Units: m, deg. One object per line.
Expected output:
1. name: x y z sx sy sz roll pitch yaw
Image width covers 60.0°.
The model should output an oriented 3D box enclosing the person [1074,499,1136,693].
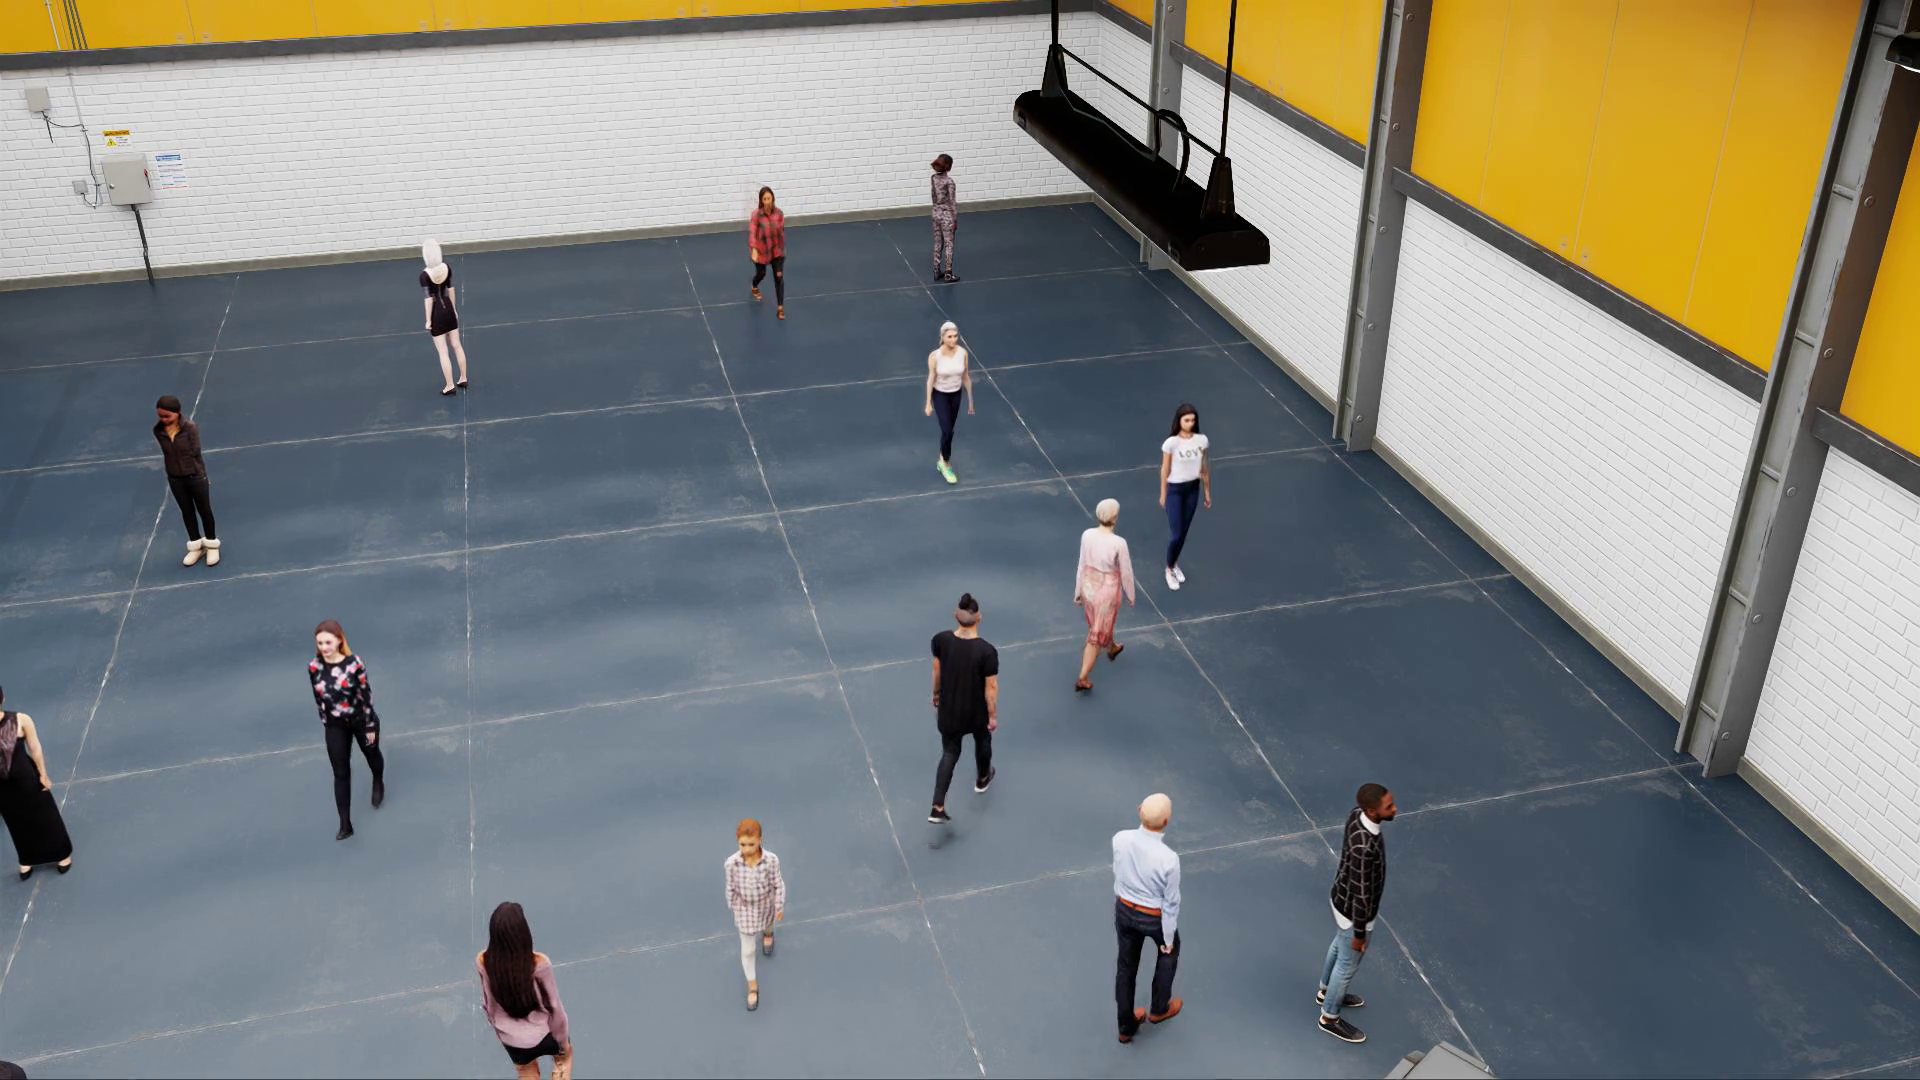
1. person: 1.118 0.488 13.488 1.079 1.647 1.101 18 33 29

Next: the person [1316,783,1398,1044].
1. person: 2.400 2.219 10.136 0.805 1.819 0.654 6 29 10

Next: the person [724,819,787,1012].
1. person: -1.292 2.273 10.591 0.624 1.287 0.967 -3 29 -6

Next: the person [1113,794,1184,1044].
1. person: 1.060 2.323 9.991 0.834 1.775 0.893 16 32 26

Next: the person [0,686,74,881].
1. person: -6.483 1.636 11.434 0.571 1.599 0.534 -8 30 -15

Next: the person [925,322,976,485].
1. person: -0.170 -1.459 17.014 0.723 1.689 0.794 -15 32 -26

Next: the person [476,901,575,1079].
1. person: -2.384 2.788 9.113 0.745 1.800 0.742 4 29 7

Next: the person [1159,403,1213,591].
1. person: 1.971 -0.441 15.071 0.651 1.763 0.699 -13 31 -22

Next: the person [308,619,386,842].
1. person: -4.385 1.278 12.045 0.656 1.642 1.055 -4 29 -7

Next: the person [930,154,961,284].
1. person: -0.222 -4.296 22.186 0.716 1.717 0.614 -24 37 -36

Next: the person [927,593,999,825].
1. person: -0.006 1.227 11.946 1.125 1.828 1.275 10 30 18

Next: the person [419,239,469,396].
1. person: -5.864 -2.526 18.824 0.693 1.829 0.649 18 33 30

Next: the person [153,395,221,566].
1. person: -7.181 -0.596 15.461 0.661 1.661 0.605 -7 29 -13

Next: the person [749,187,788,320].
1. person: -2.465 -3.677 21.103 0.758 1.668 1.140 -13 31 -22
